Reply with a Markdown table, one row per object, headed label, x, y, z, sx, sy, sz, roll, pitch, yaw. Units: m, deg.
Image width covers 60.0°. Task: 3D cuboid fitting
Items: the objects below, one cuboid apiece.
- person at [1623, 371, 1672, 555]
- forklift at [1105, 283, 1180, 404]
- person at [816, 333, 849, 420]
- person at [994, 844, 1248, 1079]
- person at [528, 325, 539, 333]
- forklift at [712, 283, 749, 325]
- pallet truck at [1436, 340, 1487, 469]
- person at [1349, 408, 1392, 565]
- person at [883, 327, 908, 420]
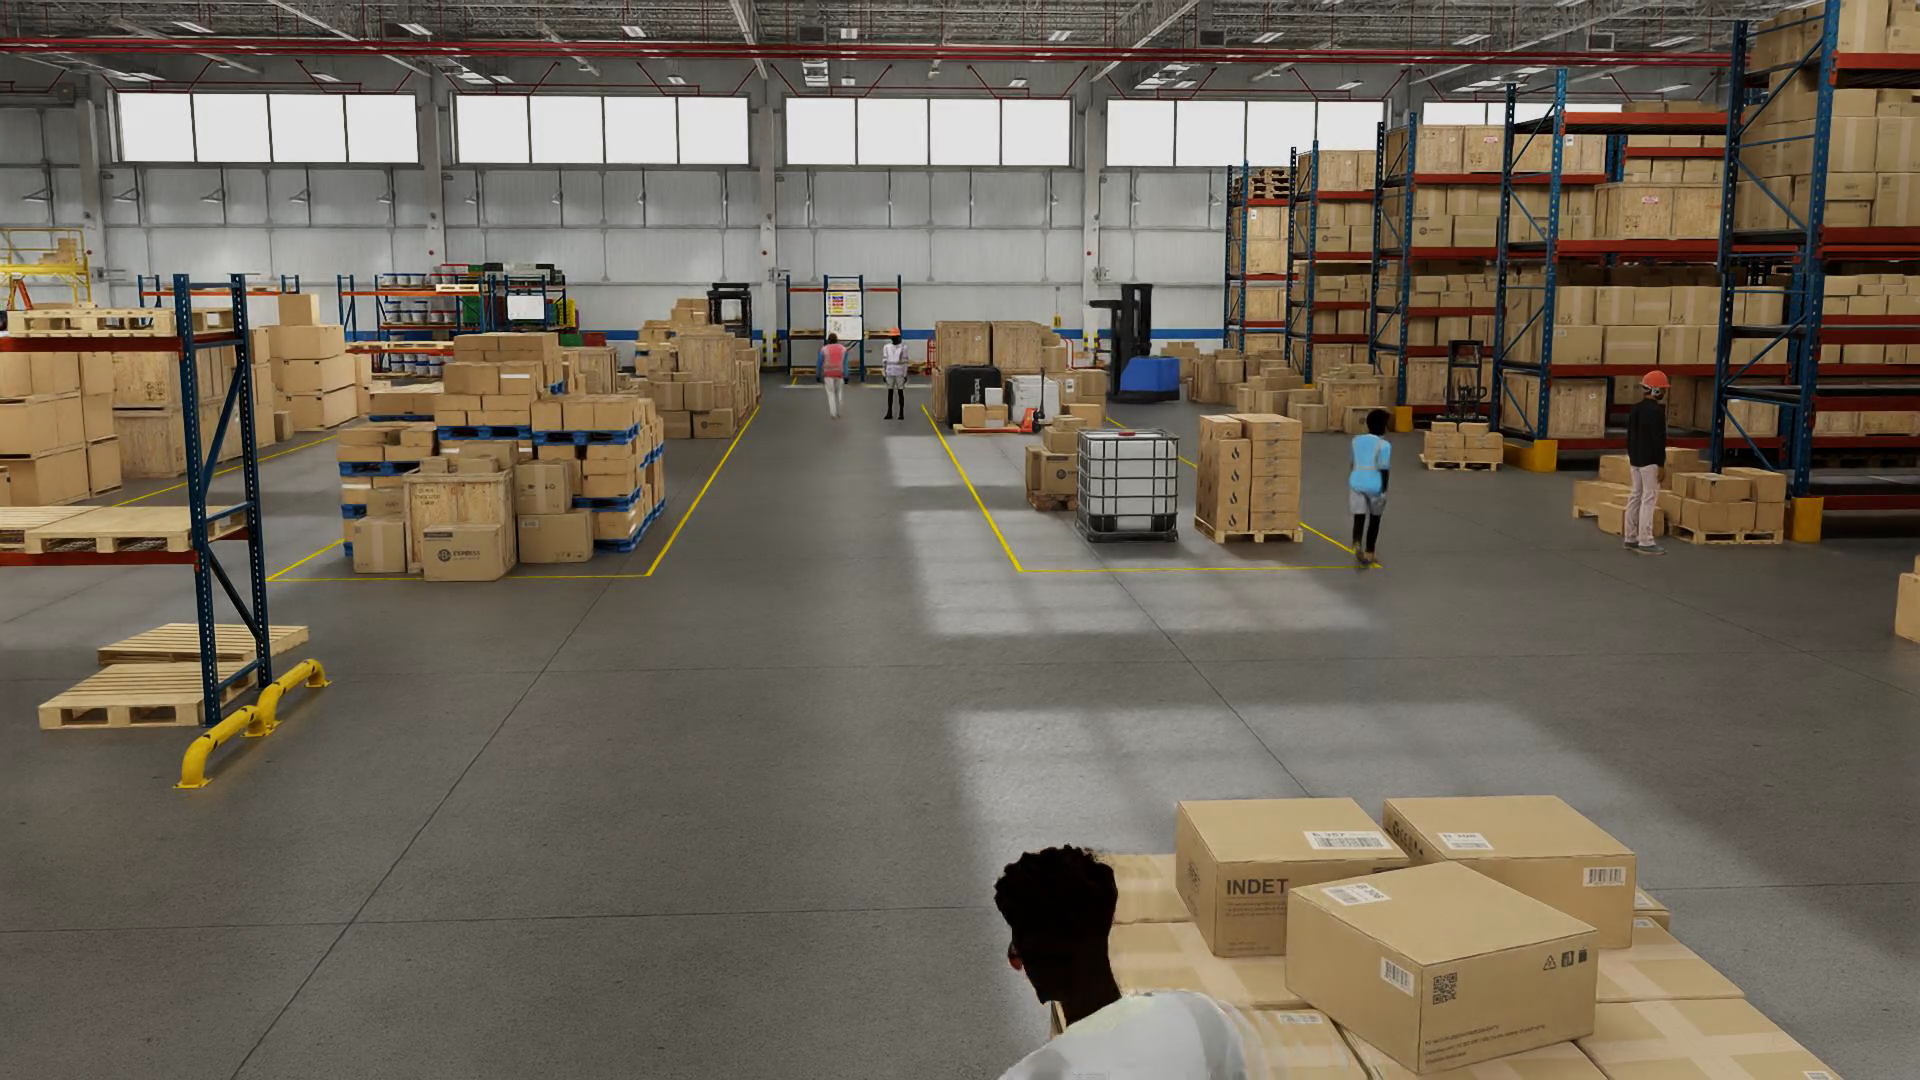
| label | x | y | z | sx | sy | sz | roll | pitch | yaw |
| --- | --- | --- | --- | --- | --- | --- | --- | --- | --- |
| person | 7.490 | -0.843 | 18.093 | 0.384 | 1.993 | 0.623 | -1 | 9 | -8 |
| forklift | 4.200 | -4.686 | 39.455 | 1.873 | 2.768 | 1.129 | 7 | 12 | 38 |
| person | -2.715 | -3.447 | 35.052 | 0.639 | 1.798 | 0.900 | -4 | 10 | -23 |
| person | 0.306 | 1.556 | 3.358 | 0.619 | 1.885 | 1.012 | -9 | 12 | -43 |
| person | -9.509 | -3.848 | 37.189 | 0.632 | 1.924 | 0.499 | 1 | 9 | 5 |
| forklift | -5.913 | -5.261 | 43.066 | 1.129 | 2.768 | 1.873 | -1 | 9 | -4 |
| pallet truck | 8.004 | -2.170 | 26.422 | 0.823 | 1.965 | 1.885 | 2 | 9 | 14 |
| person | 4.200 | -0.540 | 17.226 | 0.536 | 1.659 | 0.632 | 7 | 11 | 37 |
| person | -1.363 | -3.488 | 34.883 | 0.552 | 1.937 | 0.356 | 2 | 9 | 12 |
